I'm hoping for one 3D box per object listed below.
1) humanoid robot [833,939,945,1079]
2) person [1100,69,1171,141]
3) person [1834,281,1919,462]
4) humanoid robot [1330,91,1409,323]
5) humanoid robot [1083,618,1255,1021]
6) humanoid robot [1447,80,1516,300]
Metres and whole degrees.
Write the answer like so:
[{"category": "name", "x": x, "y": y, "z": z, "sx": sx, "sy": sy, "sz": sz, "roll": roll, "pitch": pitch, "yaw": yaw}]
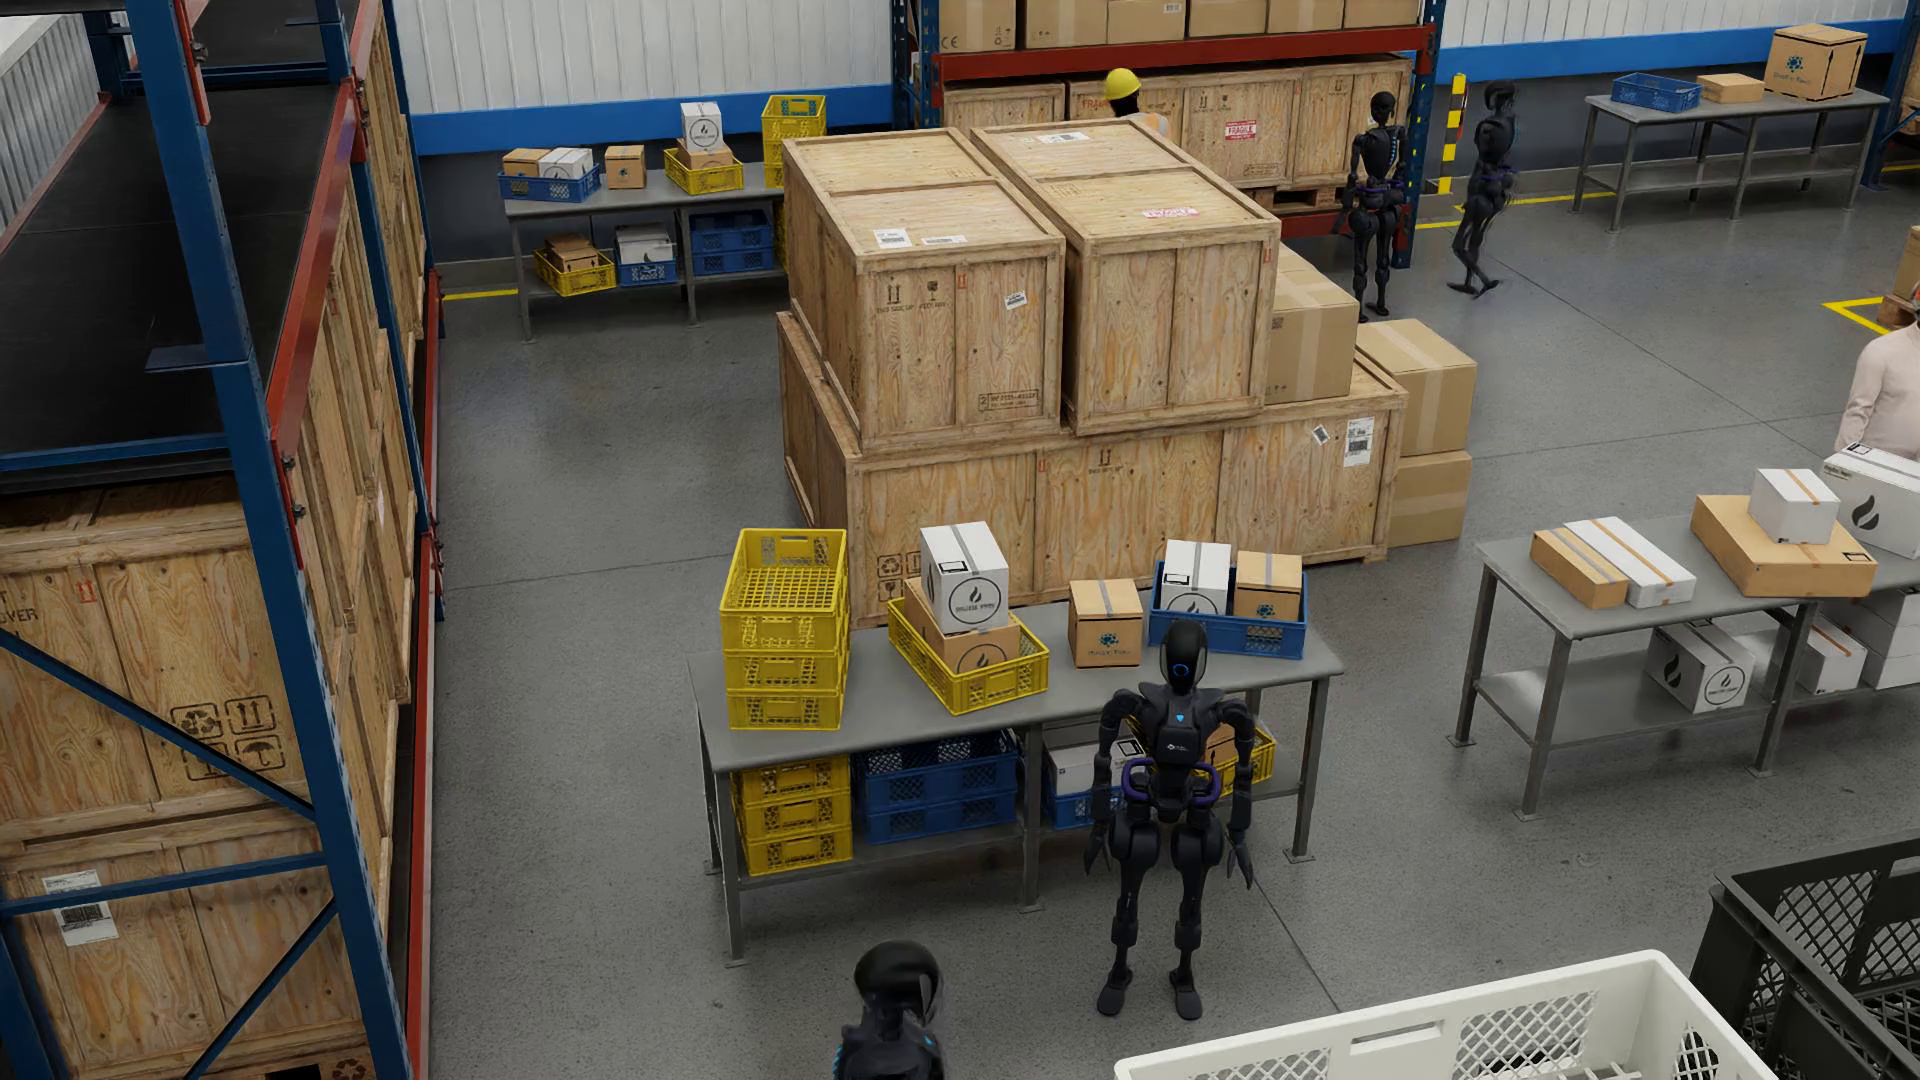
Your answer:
[{"category": "humanoid robot", "x": -0.183, "y": 1.761, "z": 4.459, "sx": 0.379, "sy": 1.643, "sz": 0.610, "roll": -5, "pitch": 29, "yaw": -9}, {"category": "person", "x": 1.173, "y": -2.361, "z": 11.722, "sx": 0.614, "sy": 1.888, "sz": 0.449, "roll": -16, "pitch": 33, "yaw": -27}, {"category": "person", "x": 4.509, "y": -0.384, "z": 8.040, "sx": 0.617, "sy": 1.987, "sz": 0.402, "roll": -6, "pitch": 29, "yaw": -10}, {"category": "humanoid robot", "x": 2.979, "y": -2.411, "z": 12.023, "sx": 0.601, "sy": 1.652, "sz": 0.328, "roll": -17, "pitch": 33, "yaw": -27}, {"category": "humanoid robot", "x": 0.738, "y": 1.004, "z": 5.820, "sx": 0.601, "sy": 1.658, "sz": 0.324, "roll": 3, "pitch": 29, "yaw": 5}, {"category": "humanoid robot", "x": 3.903, "y": -2.620, "z": 12.415, "sx": 0.462, "sy": 1.639, "sz": 0.625, "roll": 23, "pitch": 36, "yaw": 35}]
